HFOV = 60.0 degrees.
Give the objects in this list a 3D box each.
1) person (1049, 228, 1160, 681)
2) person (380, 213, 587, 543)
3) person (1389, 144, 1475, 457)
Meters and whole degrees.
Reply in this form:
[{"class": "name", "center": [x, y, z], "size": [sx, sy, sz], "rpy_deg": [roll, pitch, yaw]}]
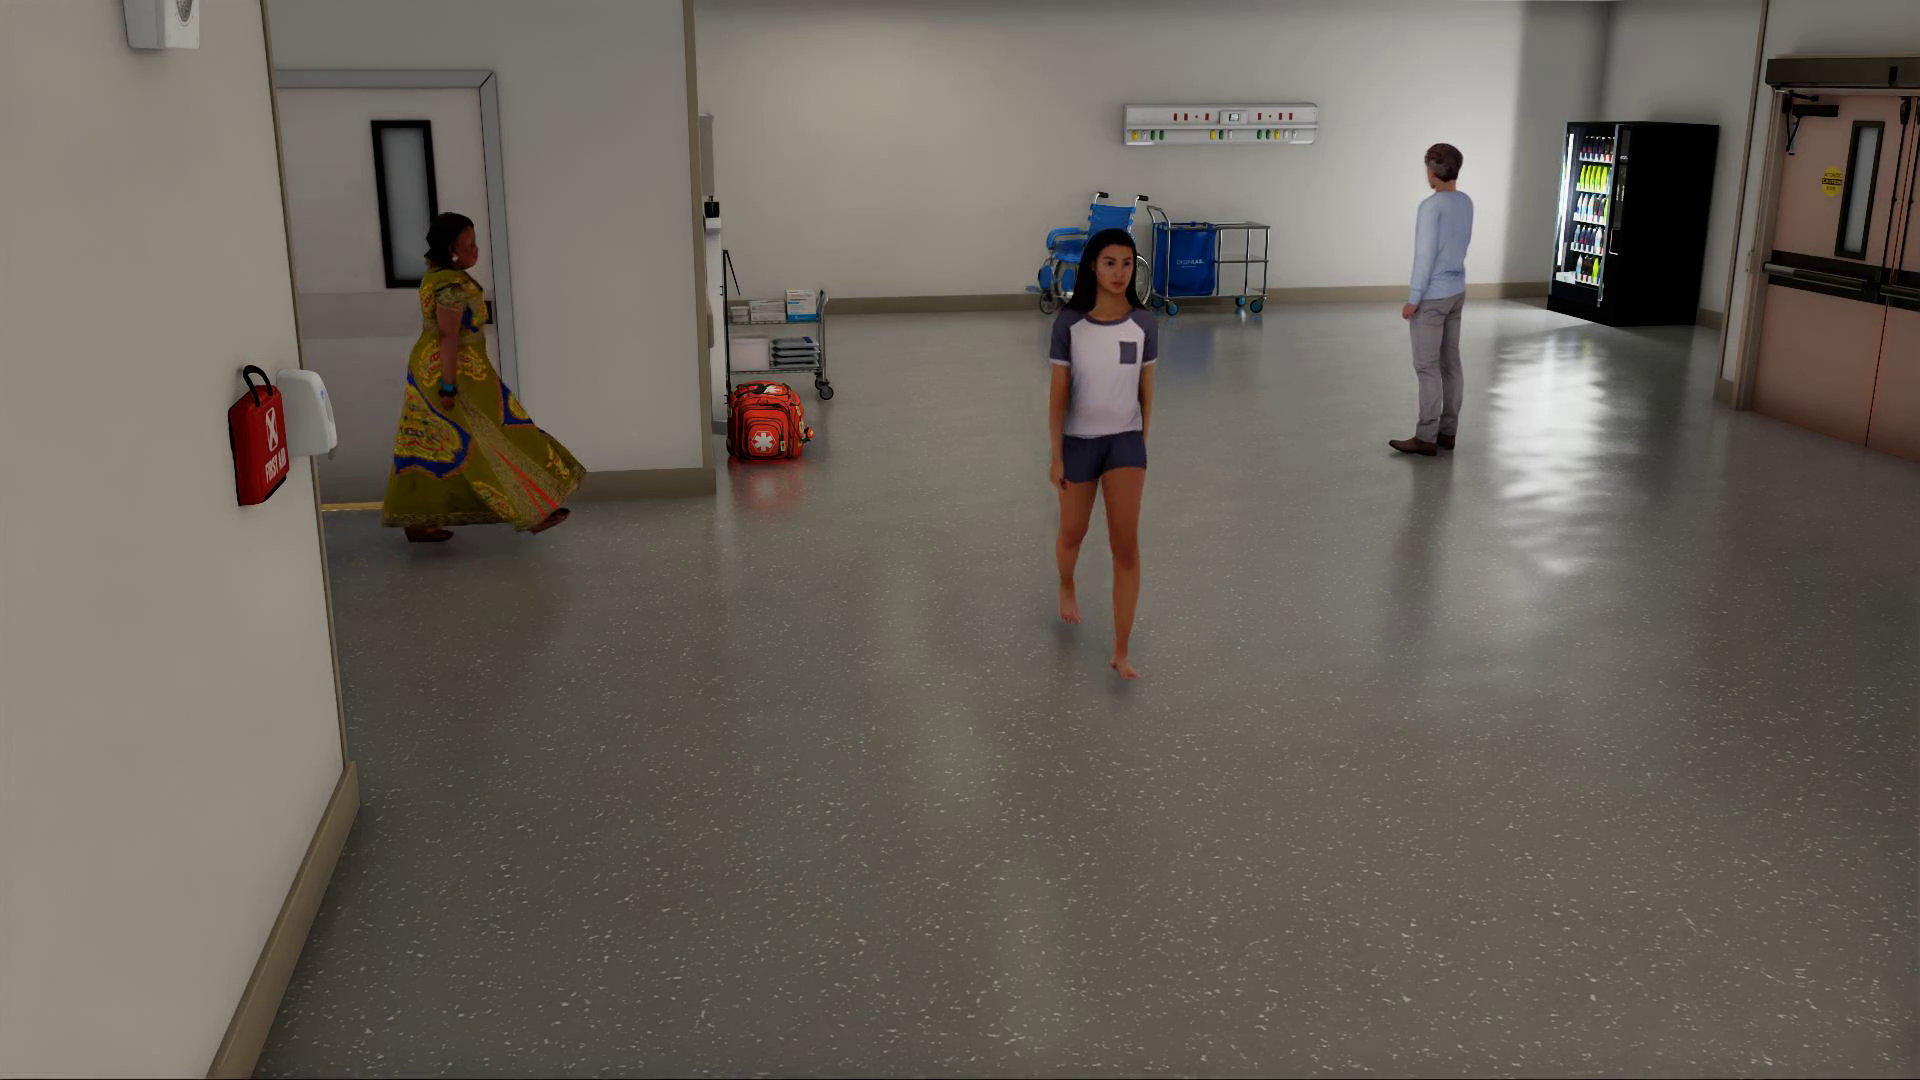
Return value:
[{"class": "person", "center": [0.528, -0.353, 6.609], "size": [0.669, 1.691, 1.159], "rpy_deg": [-1, 16, -3]}, {"class": "person", "center": [-2.579, -0.751, 8.149], "size": [1.064, 1.622, 1.275], "rpy_deg": [-8, 18, -27]}, {"class": "person", "center": [2.952, -1.482, 10.251], "size": [0.752, 1.888, 0.761], "rpy_deg": [-13, 21, -39]}]
